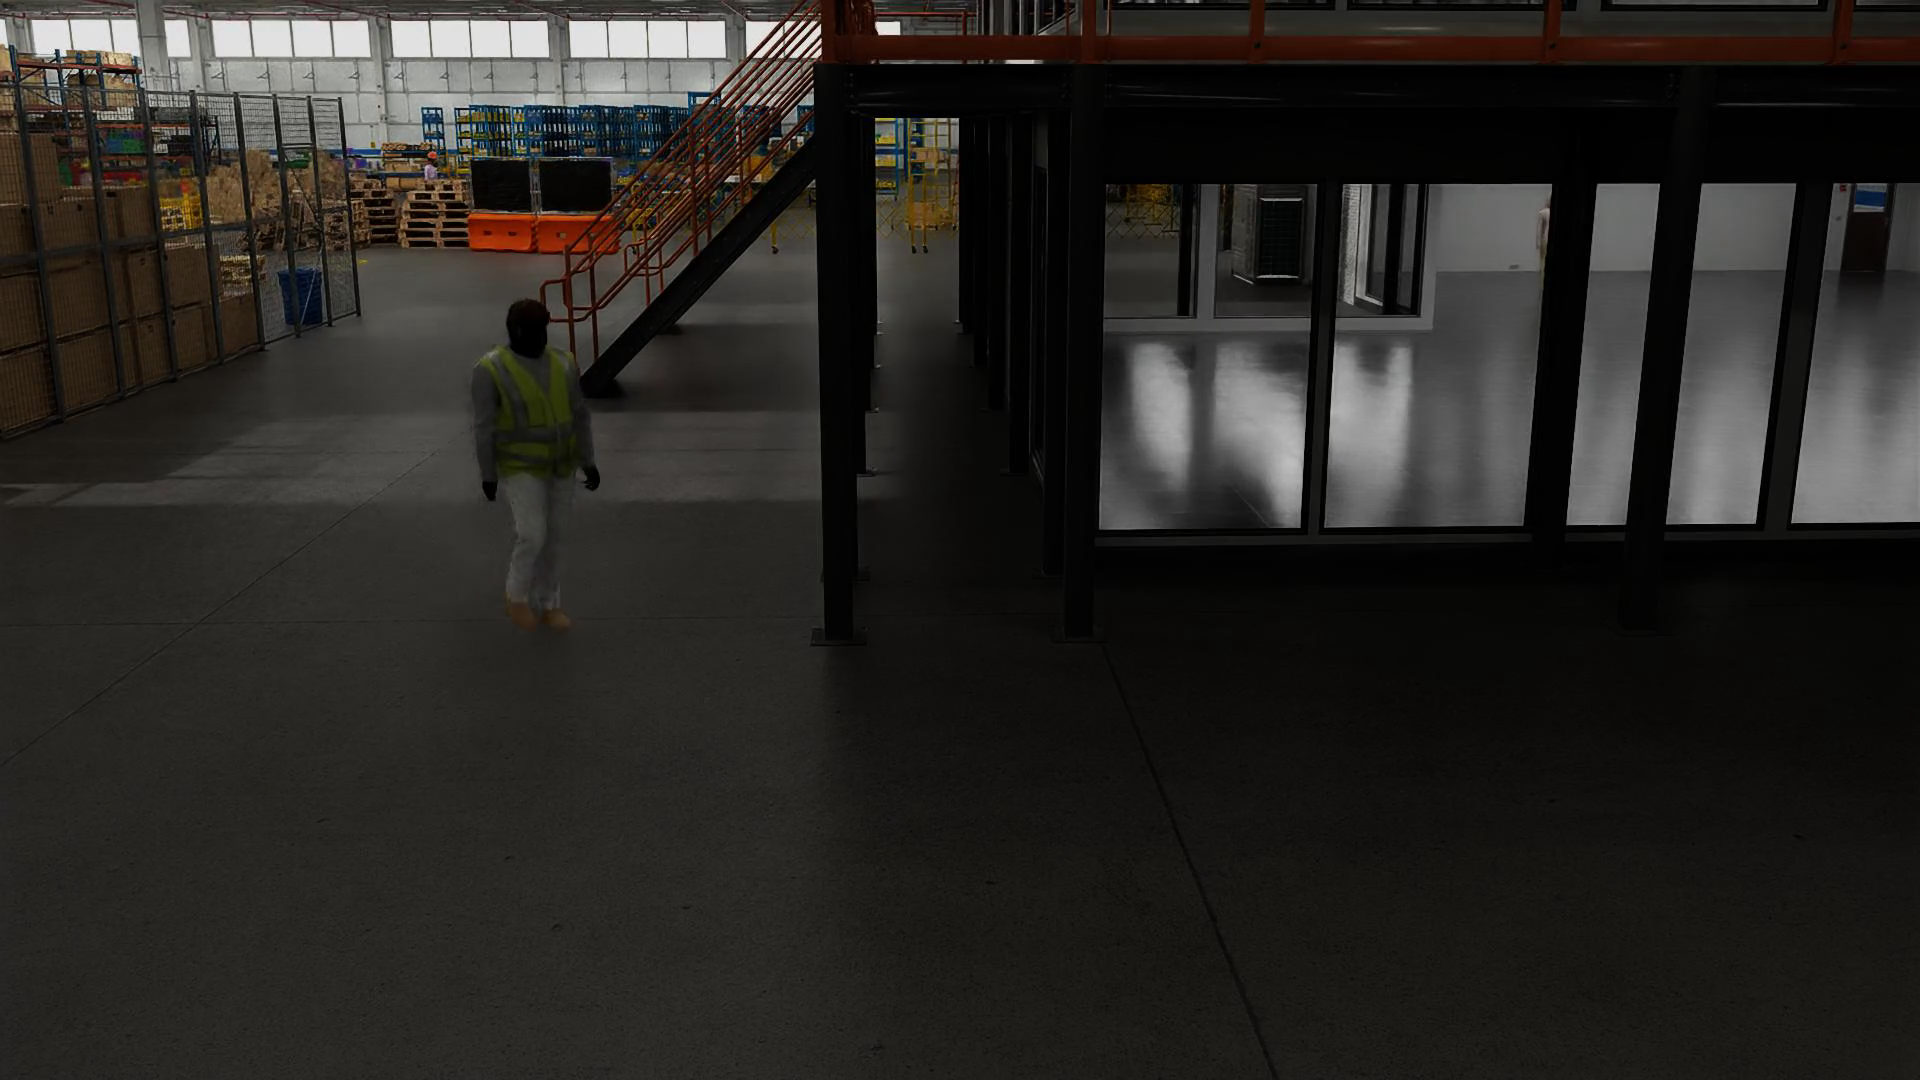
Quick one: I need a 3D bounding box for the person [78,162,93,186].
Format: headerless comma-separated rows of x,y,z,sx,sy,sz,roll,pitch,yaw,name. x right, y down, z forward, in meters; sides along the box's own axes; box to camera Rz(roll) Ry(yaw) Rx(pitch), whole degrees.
-23.888,-9.483,45.634,0.534,1.756,0.791,1,14,4,person

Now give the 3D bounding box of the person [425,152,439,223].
-13.885,-9.210,43.886,0.407,2.029,0.608,-9,16,-31,person

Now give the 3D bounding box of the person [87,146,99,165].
-39.918,-17.344,76.636,0.641,1.903,0.581,-13,19,-43,person

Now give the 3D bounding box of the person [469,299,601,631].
-2.280,-0.394,9.042,0.448,1.827,0.627,12,18,40,person

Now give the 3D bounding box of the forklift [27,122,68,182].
-35.376,-14.773,64.377,1.129,2.768,1.873,-1,14,-2,forklift

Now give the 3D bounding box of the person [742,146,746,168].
-9.974,-17.155,76.131,0.948,1.781,0.584,1,14,5,person

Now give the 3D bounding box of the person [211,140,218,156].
-38.330,-19.621,85.646,0.614,1.944,0.396,6,15,24,person
